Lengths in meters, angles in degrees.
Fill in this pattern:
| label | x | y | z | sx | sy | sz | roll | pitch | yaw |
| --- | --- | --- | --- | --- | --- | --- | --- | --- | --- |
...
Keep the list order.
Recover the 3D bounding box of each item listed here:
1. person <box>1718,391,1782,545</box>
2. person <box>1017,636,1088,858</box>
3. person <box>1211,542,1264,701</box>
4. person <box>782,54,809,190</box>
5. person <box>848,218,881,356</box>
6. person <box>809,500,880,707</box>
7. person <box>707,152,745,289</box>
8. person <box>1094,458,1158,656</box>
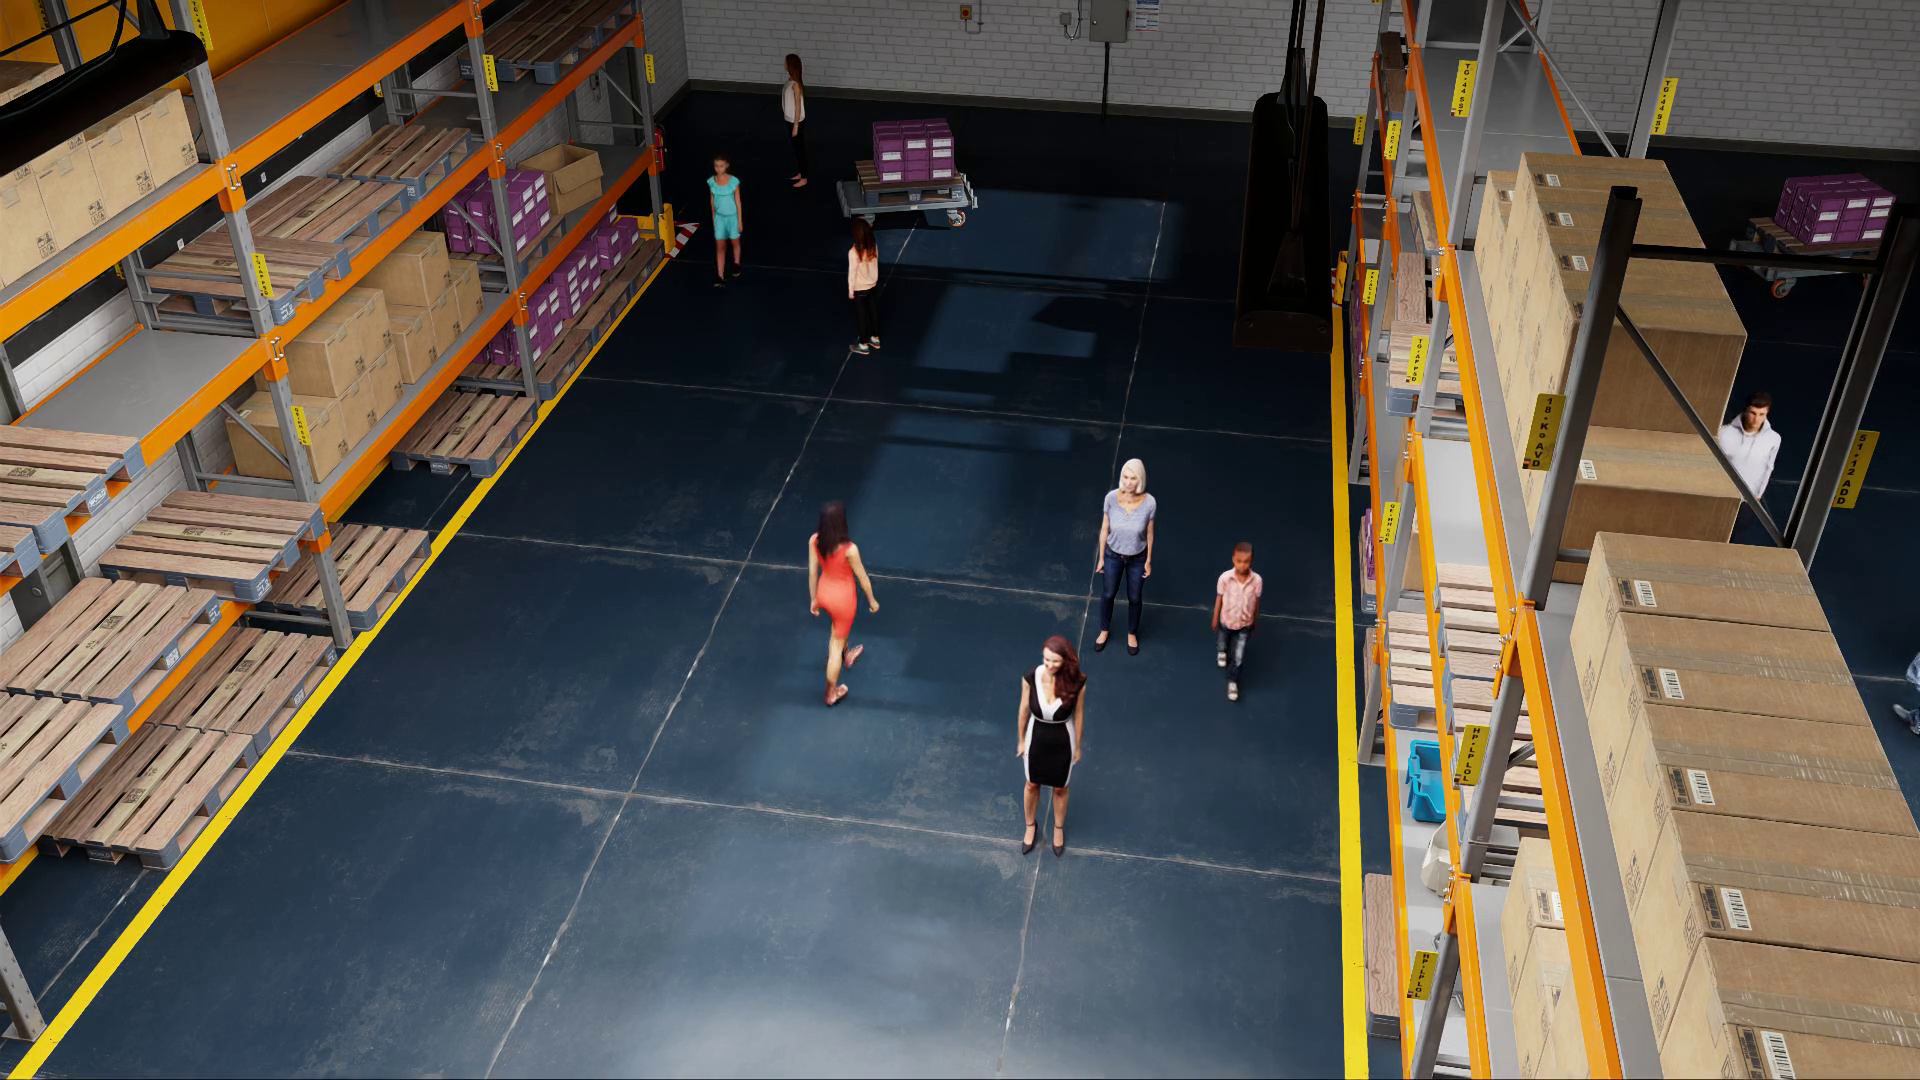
| label | x | y | z | sx | sy | sz | roll | pitch | yaw |
| --- | --- | --- | --- | --- | --- | --- | --- | --- | --- |
| person | 6.300 | -0.406 | 13.660 | 0.778 | 1.872 | 1.256 | 9 | 35 | 13 |
| person | 0.600 | 1.365 | 11.065 | 0.578 | 1.795 | 0.478 | 6 | 34 | 9 |
| person | 2.120 | 0.561 | 12.727 | 0.517 | 1.295 | 0.783 | 4 | 34 | 5 |
| person | -2.086 | -5.353 | 21.237 | 0.701 | 1.723 | 0.558 | -6 | 34 | -10 |
| person | -1.004 | -2.665 | 17.411 | 0.691 | 1.482 | 0.571 | 23 | 40 | 30 |
| person | -0.960 | 0.516 | 12.436 | 0.820 | 1.691 | 1.014 | 20 | 38 | 27 |
| person | -2.614 | -3.668 | 18.888 | 0.601 | 1.517 | 1.014 | 3 | 34 | 5 |
| person | 1.296 | 0.116 | 13.010 | 0.584 | 1.722 | 0.507 | 7 | 34 | 10 |
